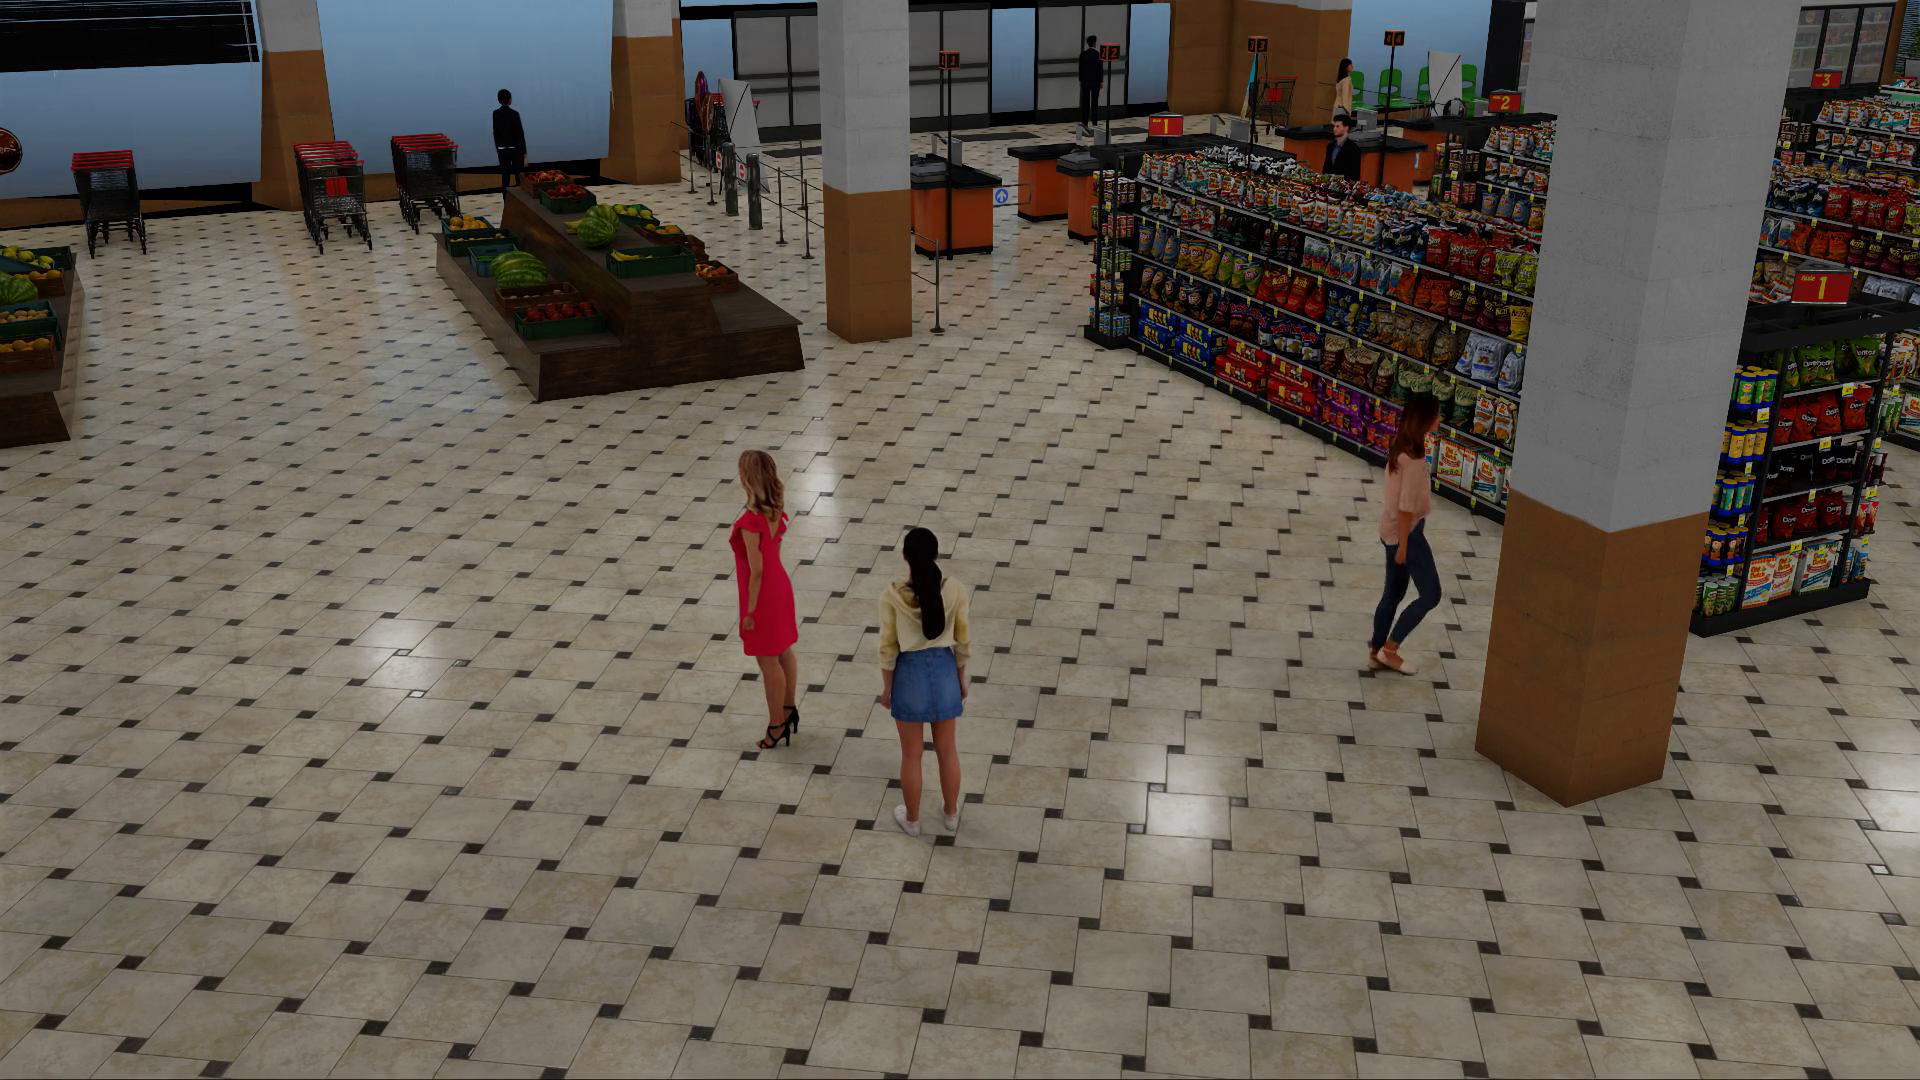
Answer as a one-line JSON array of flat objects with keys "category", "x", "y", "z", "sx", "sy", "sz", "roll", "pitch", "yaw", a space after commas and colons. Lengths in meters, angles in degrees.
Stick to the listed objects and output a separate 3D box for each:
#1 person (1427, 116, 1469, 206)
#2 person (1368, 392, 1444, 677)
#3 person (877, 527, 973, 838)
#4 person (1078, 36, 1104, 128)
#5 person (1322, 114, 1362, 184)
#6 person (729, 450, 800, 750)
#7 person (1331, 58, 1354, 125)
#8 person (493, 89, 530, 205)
[{"category": "person", "x": 5.781, "y": -4.158, "z": 20.136, "sx": 0.884, "sy": 1.826, "sz": 1.095, "roll": -8, "pitch": 23, "yaw": -18}, {"category": "person", "x": 2.559, "y": -0.023, "z": 9.908, "sx": 0.761, "sy": 1.778, "sz": 0.668, "roll": 0, "pitch": 22, "yaw": 1}, {"category": "person", "x": -0.177, "y": 0.708, "z": 8.287, "sx": 0.675, "sy": 1.631, "sz": 0.604, "roll": -5, "pitch": 23, "yaw": -13}, {"category": "person", "x": 2.469, "y": -8.630, "z": 31.404, "sx": 0.694, "sy": 1.724, "sz": 0.762, "roll": 9, "pitch": 23, "yaw": 20}, {"category": "person", "x": 4.594, "y": -4.206, "z": 20.168, "sx": 0.796, "sy": 1.891, "sz": 0.587, "roll": -15, "pitch": 26, "yaw": -32}, {"category": "person", "x": -1.055, "y": 0.321, "z": 9.122, "sx": 0.720, "sy": 1.728, "sz": 0.656, "roll": 7, "pitch": 23, "yaw": 16}, {"category": "person", "x": 6.421, "y": -7.235, "z": 27.989, "sx": 0.770, "sy": 1.681, "sz": 0.641, "roll": 1, "pitch": 22, "yaw": 3}, {"category": "person", "x": -6.183, "y": -5.271, "z": 22.895, "sx": 0.681, "sy": 1.834, "sz": 0.719, "roll": 6, "pitch": 23, "yaw": 13}]
